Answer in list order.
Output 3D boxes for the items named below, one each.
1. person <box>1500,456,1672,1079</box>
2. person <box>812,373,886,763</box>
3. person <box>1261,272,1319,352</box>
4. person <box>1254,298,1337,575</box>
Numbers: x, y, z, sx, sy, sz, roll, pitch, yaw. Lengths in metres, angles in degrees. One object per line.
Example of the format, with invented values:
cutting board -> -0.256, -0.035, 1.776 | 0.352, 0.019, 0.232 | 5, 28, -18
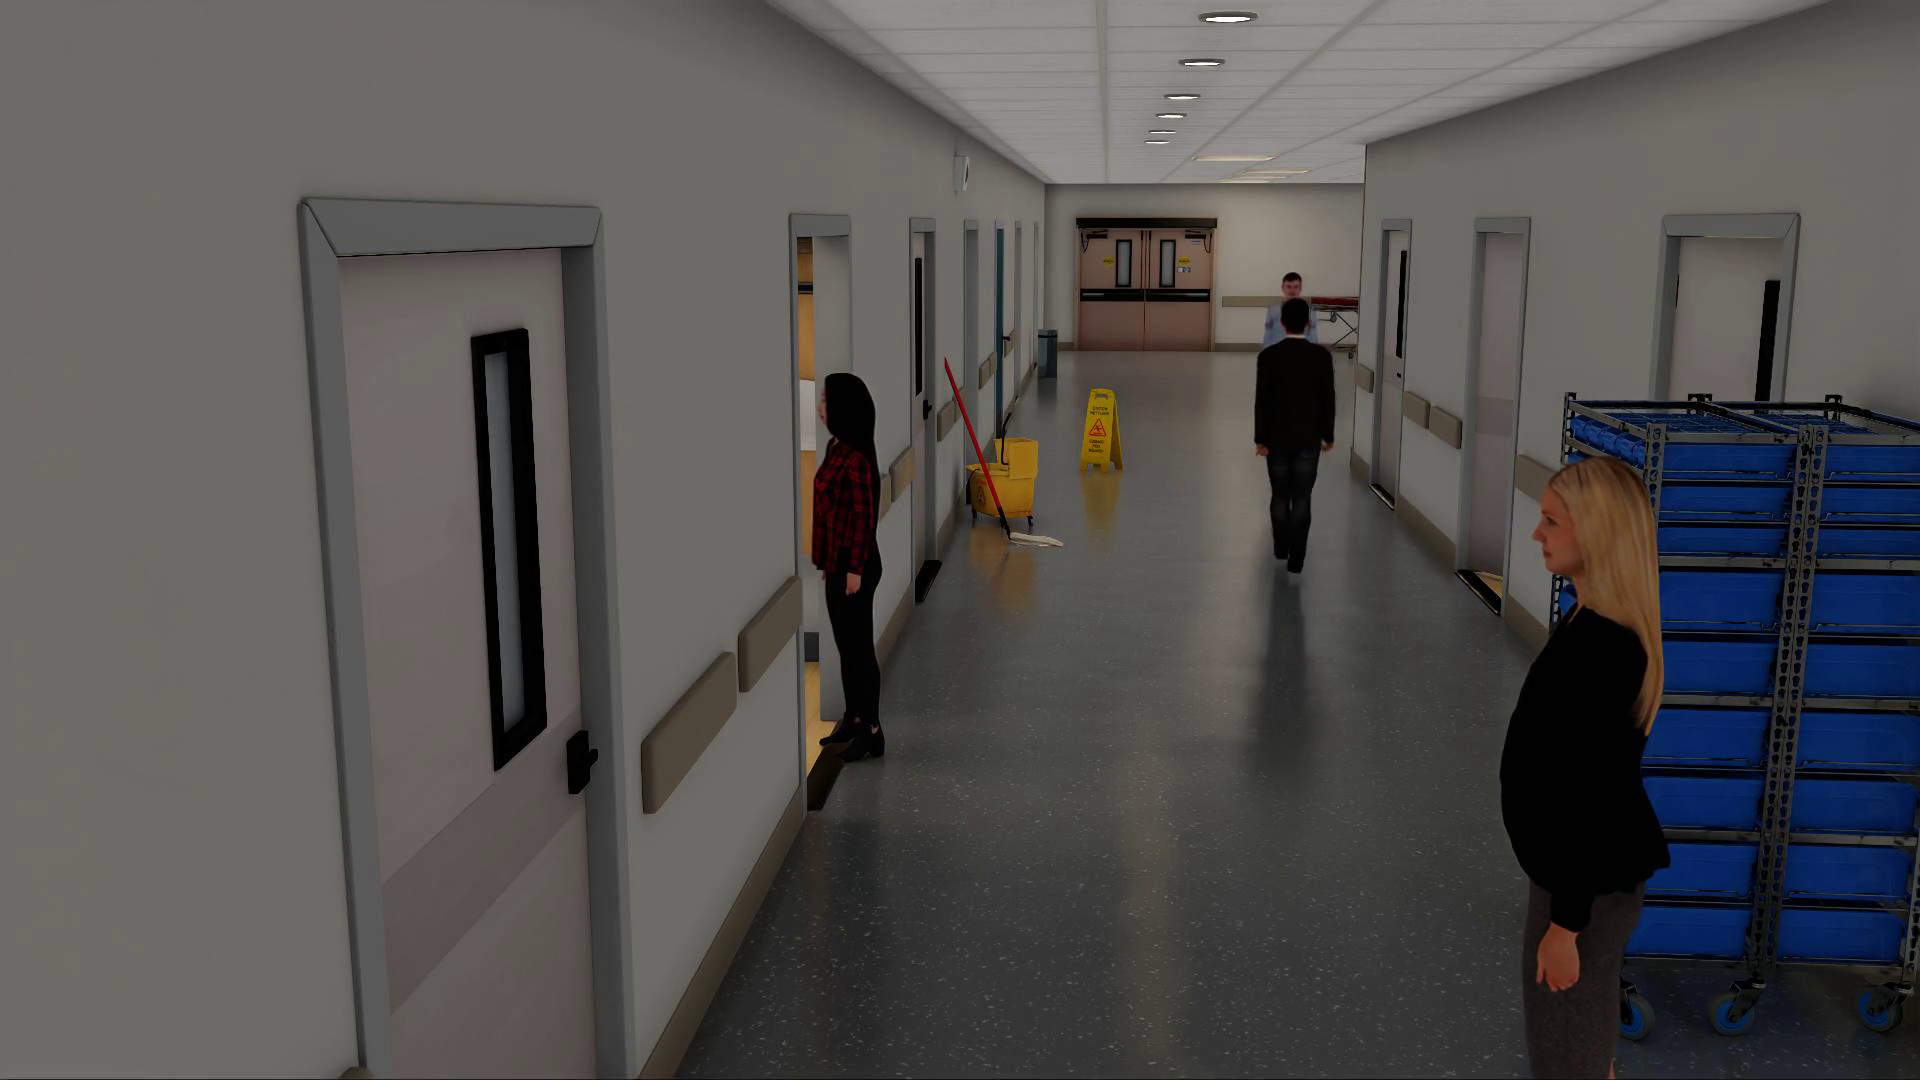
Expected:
person -> 1.242, 0.742, 3.301 | 0.713, 1.843, 0.565 | 4, 11, 19
person -> -0.460, 0.112, 7.119 | 0.719, 1.657, 0.586 | -4, 11, -19
person -> 3.017, -1.527, 15.290 | 0.749, 1.830, 0.877 | 3, 11, 17
person -> 2.181, -0.642, 10.802 | 0.730, 1.765, 1.169 | 2, 11, 9
